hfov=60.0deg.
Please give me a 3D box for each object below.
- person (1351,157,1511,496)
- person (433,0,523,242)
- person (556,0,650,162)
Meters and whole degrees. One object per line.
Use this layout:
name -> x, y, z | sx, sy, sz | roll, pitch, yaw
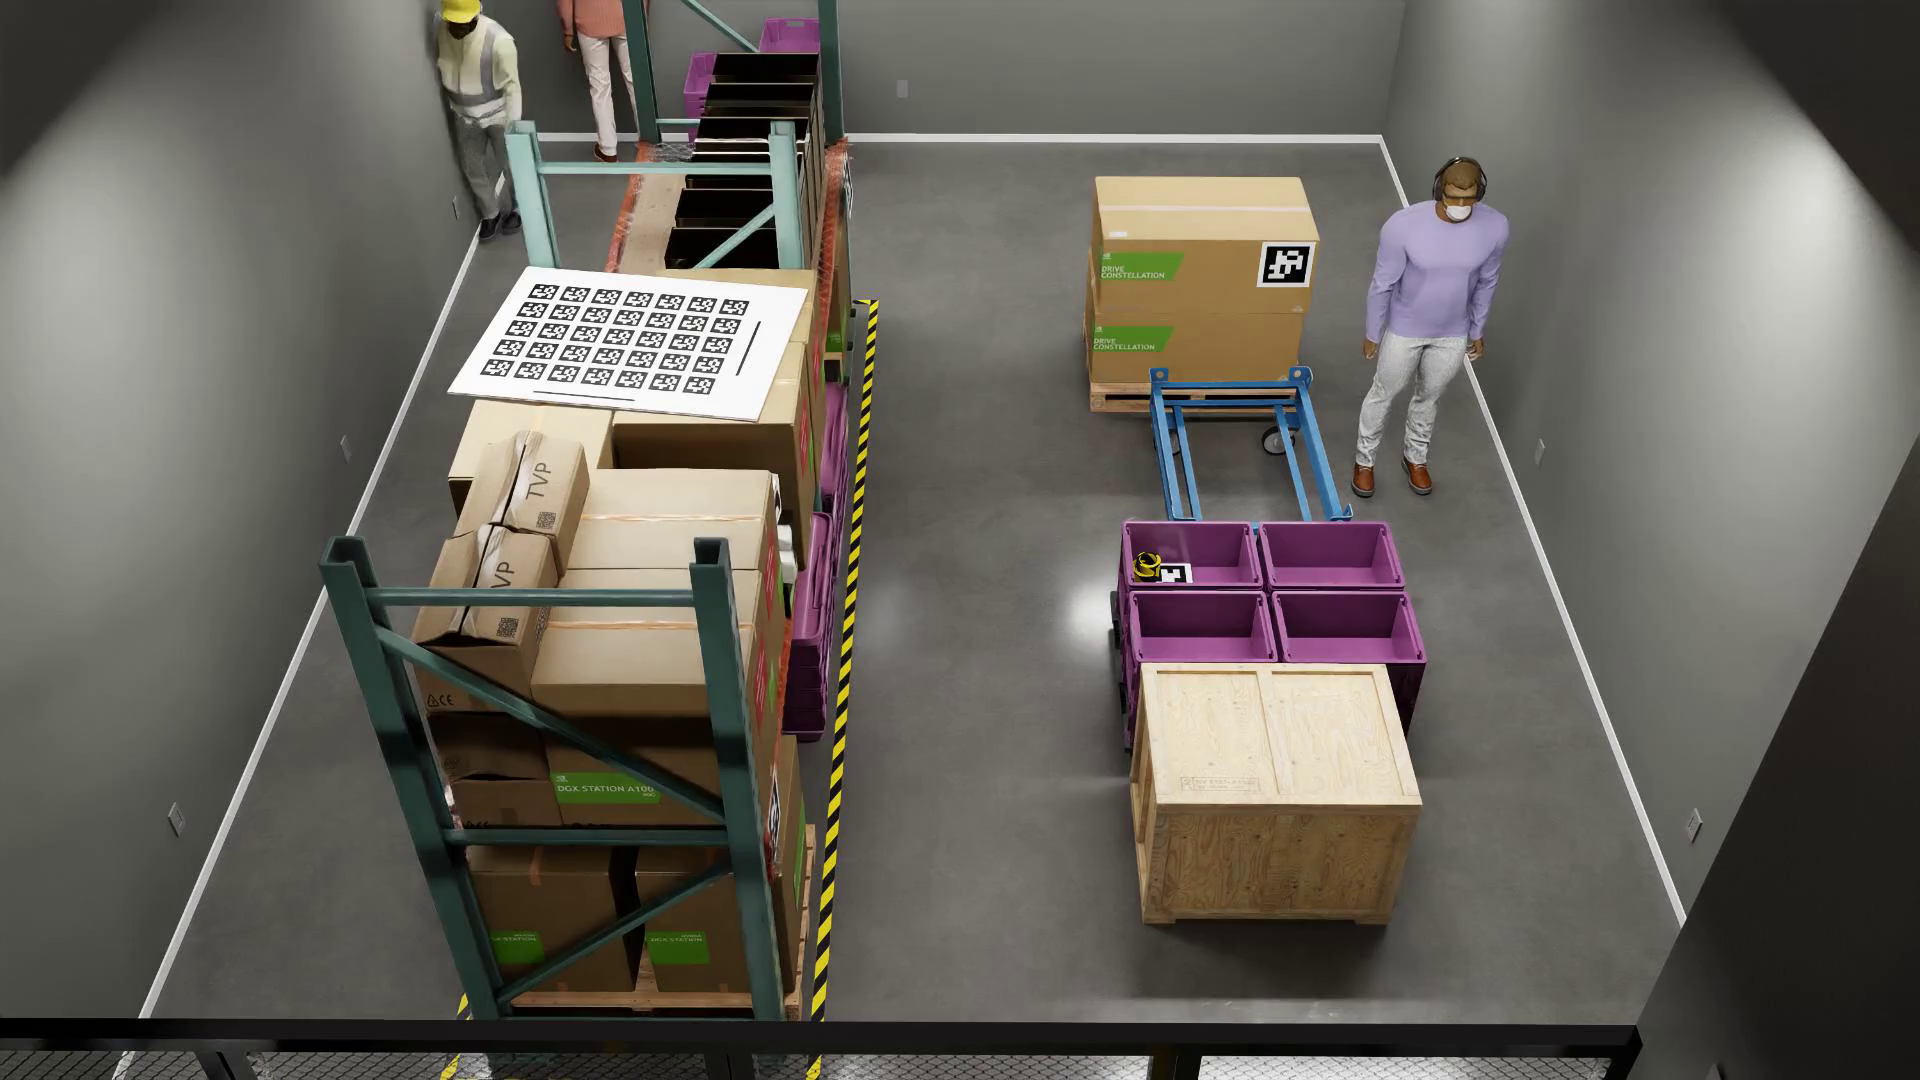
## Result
person -> 2.327, -1.053, 8.314 | 0.635, 1.937, 0.353 | -2, 41, -2
person -> -2.917, -2.649, 10.249 | 0.615, 1.781, 0.589 | 12, 43, 14
person -> -2.341, -3.426, 10.978 | 0.608, 1.996, 0.379 | -16, 44, -17
